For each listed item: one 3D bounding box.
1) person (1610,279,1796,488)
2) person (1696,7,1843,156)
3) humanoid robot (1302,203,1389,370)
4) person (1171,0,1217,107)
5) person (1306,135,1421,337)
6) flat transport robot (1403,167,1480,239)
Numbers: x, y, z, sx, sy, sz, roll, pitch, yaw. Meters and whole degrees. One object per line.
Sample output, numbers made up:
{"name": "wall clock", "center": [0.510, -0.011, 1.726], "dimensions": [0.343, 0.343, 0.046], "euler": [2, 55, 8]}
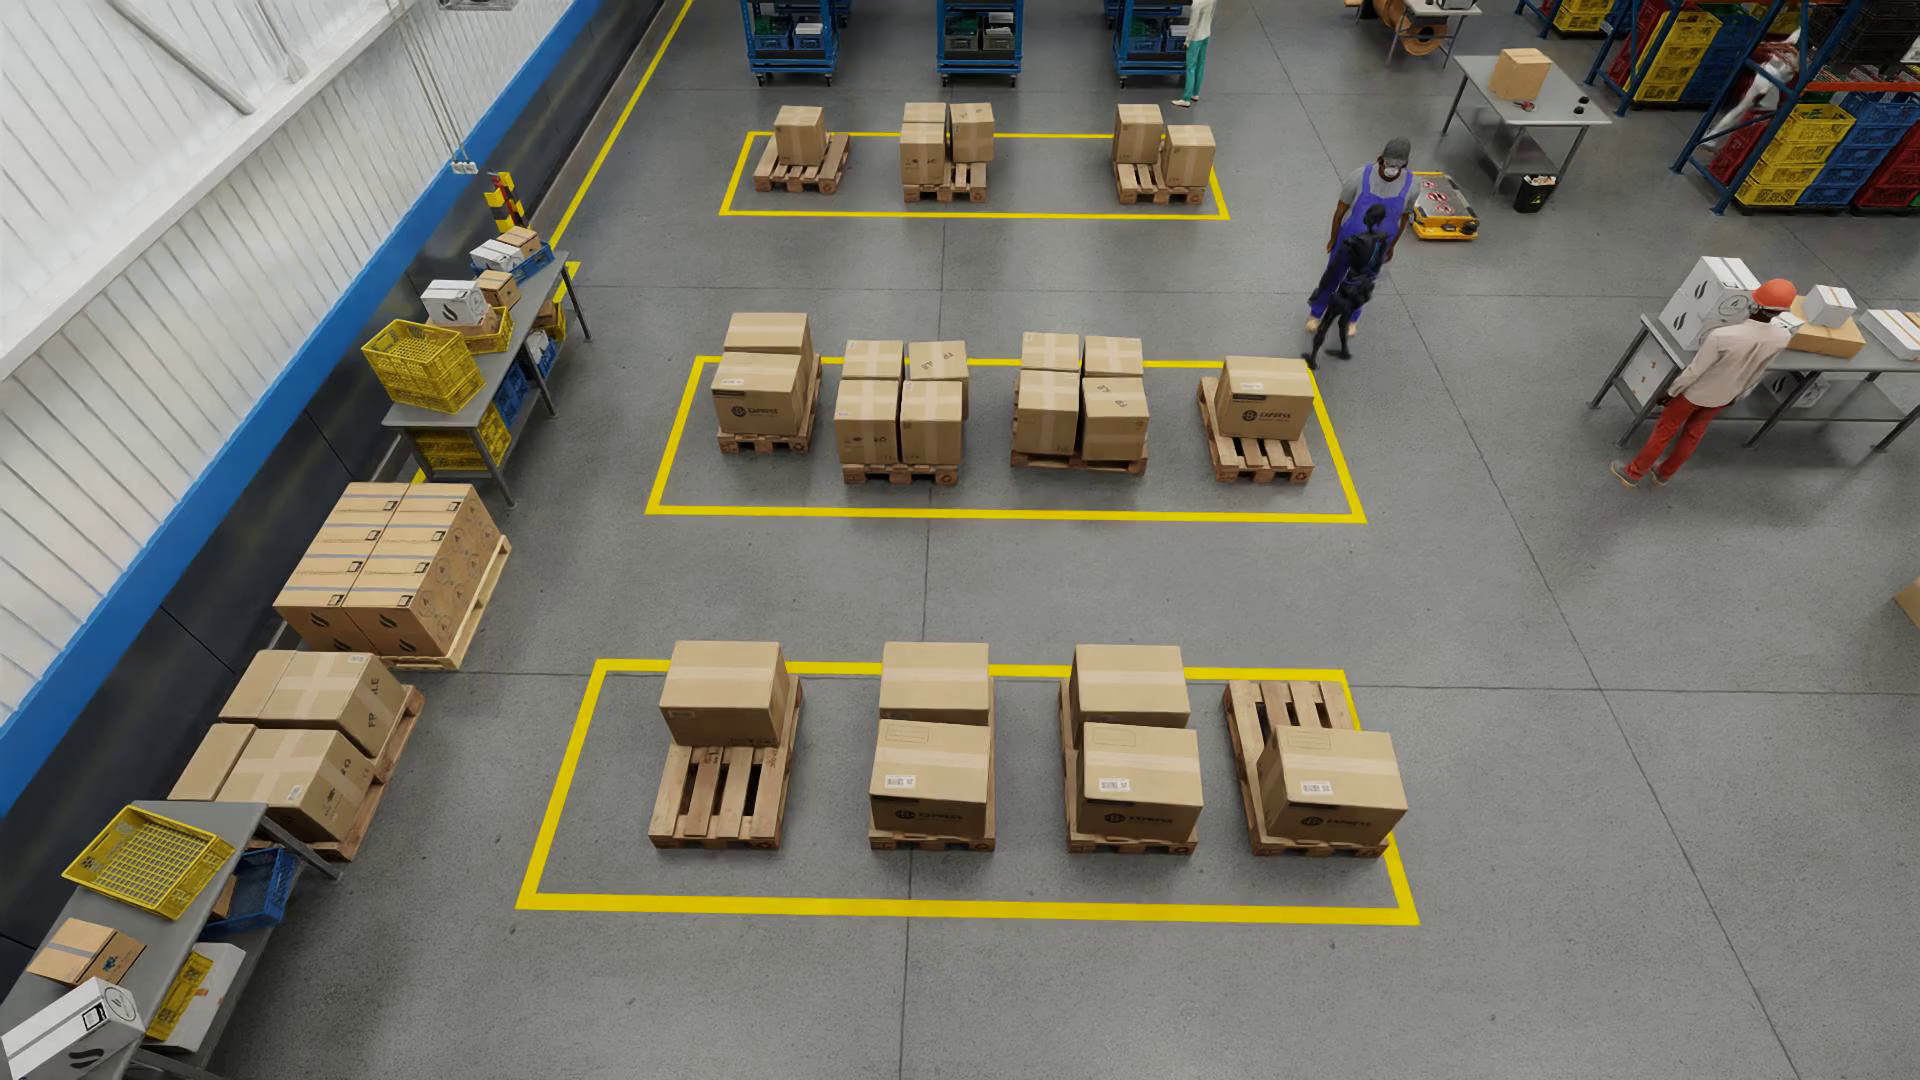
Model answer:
{"name": "person", "center": [6.047, -1.223, 7.451], "dimensions": [0.621, 1.991, 0.395], "euler": [0, 49, 0]}
{"name": "person", "center": [10.136, -5.631, 11.379], "dimensions": [0.892, 1.828, 0.609], "euler": [15, 51, 13]}
{"name": "humanoid robot", "center": [3.667, -2.398, 8.683], "dimensions": [0.649, 1.638, 0.383], "euler": [-17, 51, -14]}
{"name": "person", "center": [3.212, -6.839, 12.467], "dimensions": [0.325, 1.760, 0.523], "euler": [35, 58, 26]}
{"name": "person", "center": [3.913, -2.886, 8.861], "dimensions": [0.683, 2.000, 0.539], "euler": [10, 50, 9]}
{"name": "flat transport robot", "center": [5.692, -4.094, 11.059], "dimensions": [0.652, 0.197, 1.431], "euler": [1, 49, 1]}
